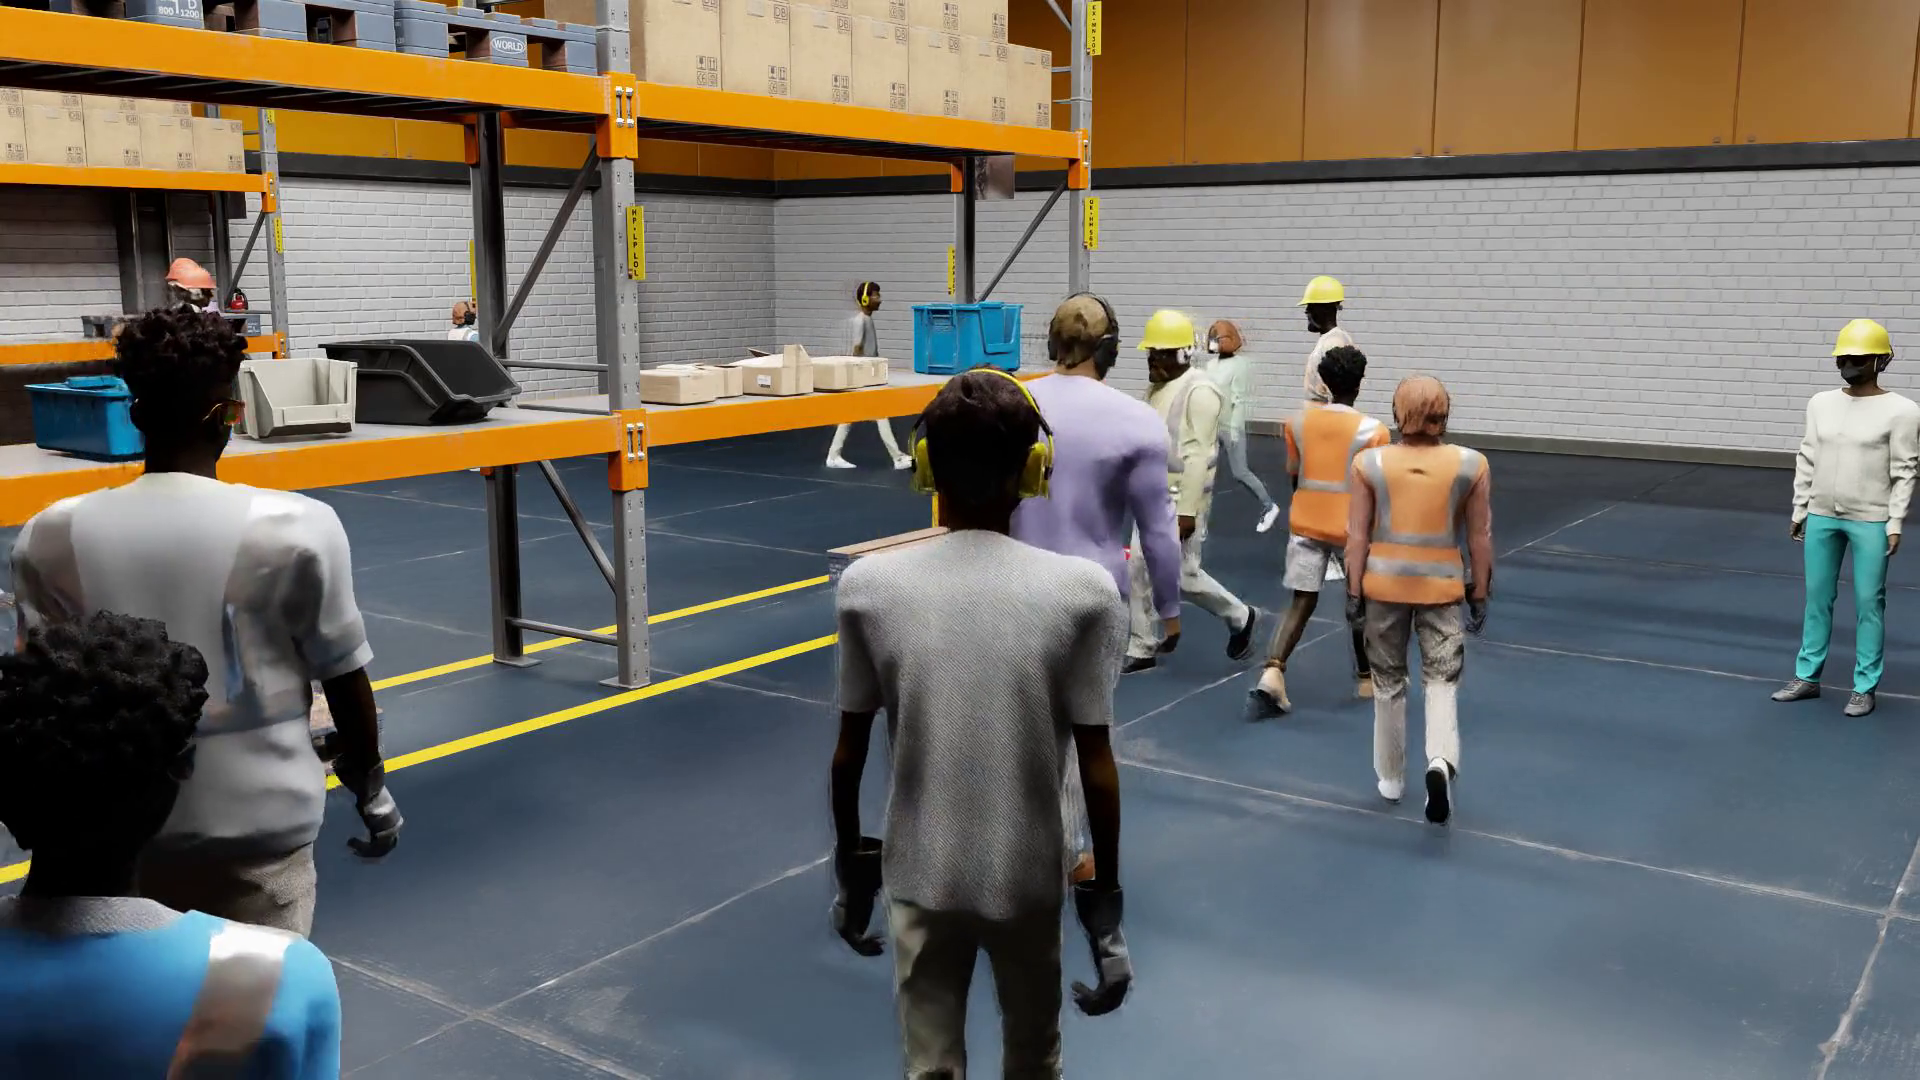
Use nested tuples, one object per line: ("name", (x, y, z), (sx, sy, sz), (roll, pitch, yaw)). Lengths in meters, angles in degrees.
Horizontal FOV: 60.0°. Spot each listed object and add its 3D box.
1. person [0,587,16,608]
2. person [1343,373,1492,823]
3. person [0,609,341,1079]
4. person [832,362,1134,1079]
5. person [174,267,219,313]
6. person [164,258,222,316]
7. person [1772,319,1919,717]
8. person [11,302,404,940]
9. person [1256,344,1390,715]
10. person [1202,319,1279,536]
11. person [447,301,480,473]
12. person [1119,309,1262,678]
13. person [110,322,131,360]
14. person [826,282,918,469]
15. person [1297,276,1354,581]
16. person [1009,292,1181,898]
("person", (-6.000, -0.509, 9.391), (1.032, 1.943, 0.592), (-3, 10, -15))
("person", (1.646, 0.216, 6.002), (0.524, 1.624, 0.617), (2, 10, 13))
("person", (-0.884, 0.911, 1.698), (0.537, 1.674, 0.683), (-1, 10, -8))
("person", (0.043, 0.601, 3.050), (0.554, 1.838, 0.859), (1, 10, 6))
("person", (-6.055, -1.216, 13.496), (0.889, 1.960, 0.653), (-9, 13, -42))
("person", (-6.586, -1.390, 14.306), (0.387, 2.045, 0.605), (1, 10, 7))
("person", (3.976, -0.099, 7.447), (0.311, 1.769, 0.522), (-7, 12, -34))
("person", (-1.454, 0.507, 3.334), (0.609, 1.941, 0.637), (0, 10, 2))
("person", (1.647, -0.045, 7.446), (0.521, 1.659, 0.812), (7, 12, 37))
("person", (2.000, -0.821, 12.231), (0.785, 1.605, 0.502), (-5, 11, -28))
("person", (-4.719, -1.462, 15.940), (0.515, 1.641, 0.309), (8, 12, 39))
("person", (1.097, -0.214, 8.036), (0.709, 1.804, 0.590), (-4, 10, -24))
("person", (-5.281, -0.588, 10.749), (0.281, 1.633, 0.499), (-5, 11, -25))
("person", (-0.866, -1.582, 16.133), (0.980, 1.820, 0.513), (0, 10, 0))
("person", (2.299, -0.696, 10.524), (0.382, 1.924, 0.594), (2, 10, 10))
("person", (0.408, 0.175, 5.347), (0.667, 1.919, 0.646), (5, 11, 29))
